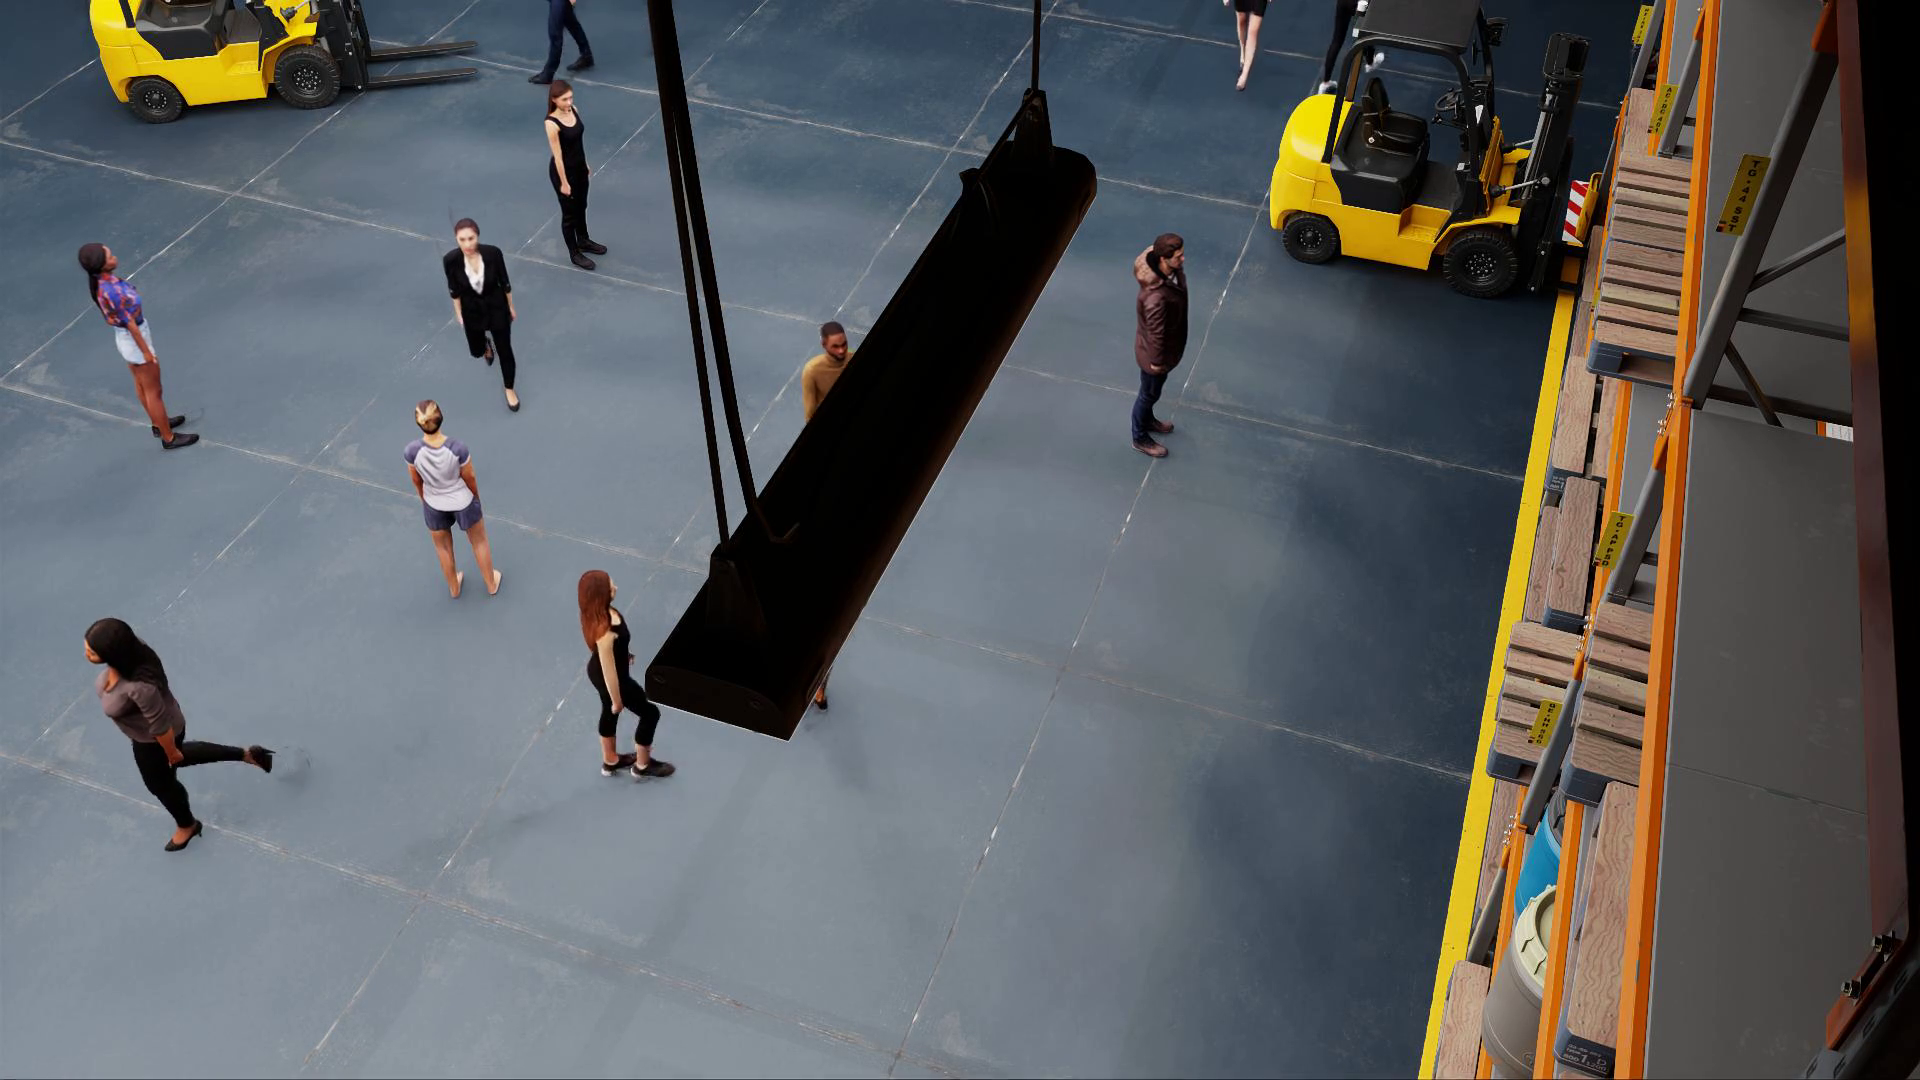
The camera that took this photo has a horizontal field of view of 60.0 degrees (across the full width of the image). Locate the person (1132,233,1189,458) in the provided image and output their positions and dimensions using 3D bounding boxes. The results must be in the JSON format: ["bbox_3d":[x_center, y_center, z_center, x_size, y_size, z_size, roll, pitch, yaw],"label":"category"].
[{"bbox_3d":[1.450,-1.454,12.175,0.832,1.847,0.631,10,45,11],"label":"person"}]

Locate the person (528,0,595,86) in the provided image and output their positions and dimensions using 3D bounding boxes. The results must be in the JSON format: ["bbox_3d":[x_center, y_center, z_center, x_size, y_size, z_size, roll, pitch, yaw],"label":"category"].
[{"bbox_3d":[-3.886,-5.455,16.370,1.146,1.855,0.990,-29,51,-27],"label":"person"}]

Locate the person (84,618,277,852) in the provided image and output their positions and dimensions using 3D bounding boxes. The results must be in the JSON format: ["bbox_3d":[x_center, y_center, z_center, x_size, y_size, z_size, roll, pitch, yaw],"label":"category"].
[{"bbox_3d":[-4.516,1.054,9.563,1.106,1.819,1.008,-23,48,-22],"label":"person"}]

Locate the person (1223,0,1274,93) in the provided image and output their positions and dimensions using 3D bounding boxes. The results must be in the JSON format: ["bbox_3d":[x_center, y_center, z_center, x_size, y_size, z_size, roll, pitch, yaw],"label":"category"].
[{"bbox_3d":[2.868,-5.380,16.361,0.661,1.758,1.111,12,45,12],"label":"person"}]

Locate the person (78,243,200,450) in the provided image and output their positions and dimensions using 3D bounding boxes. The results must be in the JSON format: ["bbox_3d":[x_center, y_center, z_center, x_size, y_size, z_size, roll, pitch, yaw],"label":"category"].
[{"bbox_3d":[-6.076,-1.441,12.239,0.681,1.741,0.667,-28,50,-26],"label":"person"}]

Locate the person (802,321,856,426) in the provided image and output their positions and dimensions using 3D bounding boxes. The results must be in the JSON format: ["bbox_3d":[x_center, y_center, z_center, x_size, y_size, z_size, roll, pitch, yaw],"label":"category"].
[{"bbox_3d":[-0.918,-0.787,11.529,1.196,1.772,1.251,-19,47,-19],"label":"person"}]

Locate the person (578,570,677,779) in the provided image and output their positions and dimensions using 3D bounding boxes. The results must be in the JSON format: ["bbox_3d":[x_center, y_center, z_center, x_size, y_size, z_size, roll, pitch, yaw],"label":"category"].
[{"bbox_3d":[-2.141,0.840,9.864,0.804,1.714,0.744,-19,47,-19],"label":"person"}]

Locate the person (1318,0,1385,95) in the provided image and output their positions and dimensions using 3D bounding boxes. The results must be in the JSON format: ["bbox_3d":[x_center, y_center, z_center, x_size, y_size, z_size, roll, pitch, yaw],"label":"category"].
[{"bbox_3d":[3.775,-5.159,16.170,0.911,1.702,1.204,33,53,30],"label":"person"}]

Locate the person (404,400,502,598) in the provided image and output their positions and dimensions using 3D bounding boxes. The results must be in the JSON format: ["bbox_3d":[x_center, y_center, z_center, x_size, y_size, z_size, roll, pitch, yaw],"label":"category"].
[{"bbox_3d":[-3.396,-0.251,11.078,0.641,1.620,0.667,-9,44,-9],"label":"person"}]

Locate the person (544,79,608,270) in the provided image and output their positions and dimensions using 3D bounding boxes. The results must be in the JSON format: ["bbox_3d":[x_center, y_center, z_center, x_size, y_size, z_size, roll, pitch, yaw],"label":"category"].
[{"bbox_3d":[-3.286,-3.105,14.025,0.636,1.687,0.490,13,45,13],"label":"person"}]

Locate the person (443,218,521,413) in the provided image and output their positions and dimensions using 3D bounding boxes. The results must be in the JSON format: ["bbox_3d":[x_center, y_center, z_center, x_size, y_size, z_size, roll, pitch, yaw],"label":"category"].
[{"bbox_3d":[-3.608,-1.767,12.649,0.883,1.647,0.981,-13,45,-13],"label":"person"}]
